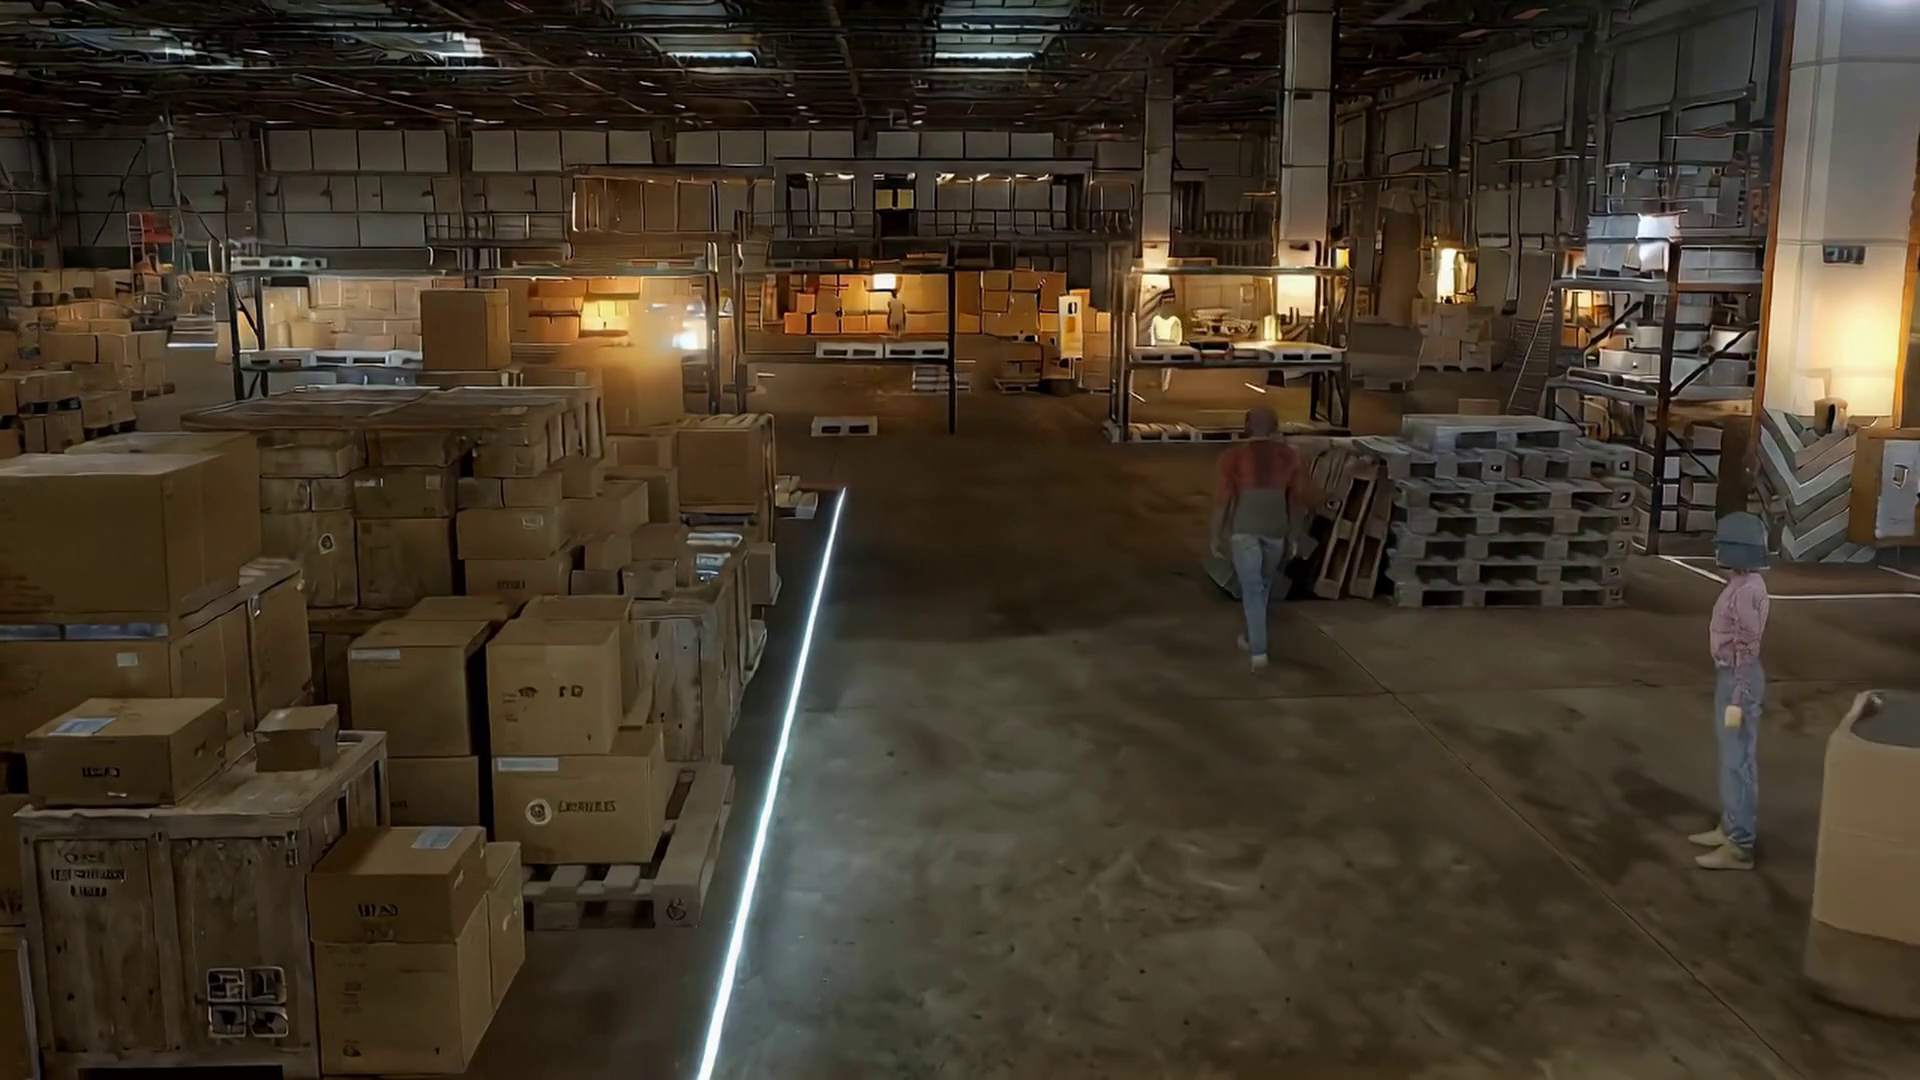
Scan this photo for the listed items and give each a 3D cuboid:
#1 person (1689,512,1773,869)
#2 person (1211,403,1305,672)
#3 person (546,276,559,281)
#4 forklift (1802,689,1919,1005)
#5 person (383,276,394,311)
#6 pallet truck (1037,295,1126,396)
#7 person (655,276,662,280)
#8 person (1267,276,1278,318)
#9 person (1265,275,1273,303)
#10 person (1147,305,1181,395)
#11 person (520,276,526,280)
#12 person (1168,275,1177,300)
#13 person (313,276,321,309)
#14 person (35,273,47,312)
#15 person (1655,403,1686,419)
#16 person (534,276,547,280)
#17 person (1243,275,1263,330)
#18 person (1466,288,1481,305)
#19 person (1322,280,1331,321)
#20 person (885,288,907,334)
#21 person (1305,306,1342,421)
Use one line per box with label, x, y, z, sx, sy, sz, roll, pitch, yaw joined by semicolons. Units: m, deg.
person;3.752;0.727;8.100;0.323;1.742;0.492;4;11;21
person;2.133;-0.030;11.905;0.644;1.900;0.999;-1;10;-5
person;-17.274;-10.546;70.488;0.605;1.880;0.947;0;10;-1
forklift;4.452;0.468;6.374;1.873;2.768;1.129;7;12;34
person;-24.901;-10.838;72.196;0.598;1.866;0.619;9;14;42
pallet truck;2.483;-3.881;33.060;1.885;1.965;0.823;-7;13;-36
person;-9.718;-7.528;53.597;0.651;1.915;0.453;-3;11;-16
person;11.191;-8.460;59.017;0.623;1.840;0.430;-6;12;-31
person;12.102;-9.459;64.310;0.621;1.928;0.444;3;11;15
person;4.083;-3.807;33.258;0.637;1.792;0.982;4;11;20
person;-14.969;-8.154;57.057;0.543;1.928;0.374;-1;10;-8
person;7.563;-8.614;59.427;0.375;1.997;0.611;1;10;7
person;-25.268;-9.573;65.441;0.335;1.761;0.519;-7;12;-33
person;-34.541;-9.079;62.439;0.511;1.855;0.448;8;13;38
person;9.035;-1.688;21.157;0.574;1.886;0.356;-9;14;-43
person;-15.576;-9.075;61.877;0.879;2.000;0.746;-8;13;-37
person;9.874;-8.048;56.557;0.882;1.908;0.553;0;10;-3
person;15.444;-6.733;49.950;0.855;1.640;0.589;-9;13;-40
person;12.879;-8.336;58.686;0.543;1.726;0.917;-9;13;-40
person;-1.707;-5.762;44.043;0.542;1.819;0.973;-4;11;-20
person;6.230;-3.036;28.558;0.648;1.946;0.777;1;10;4
